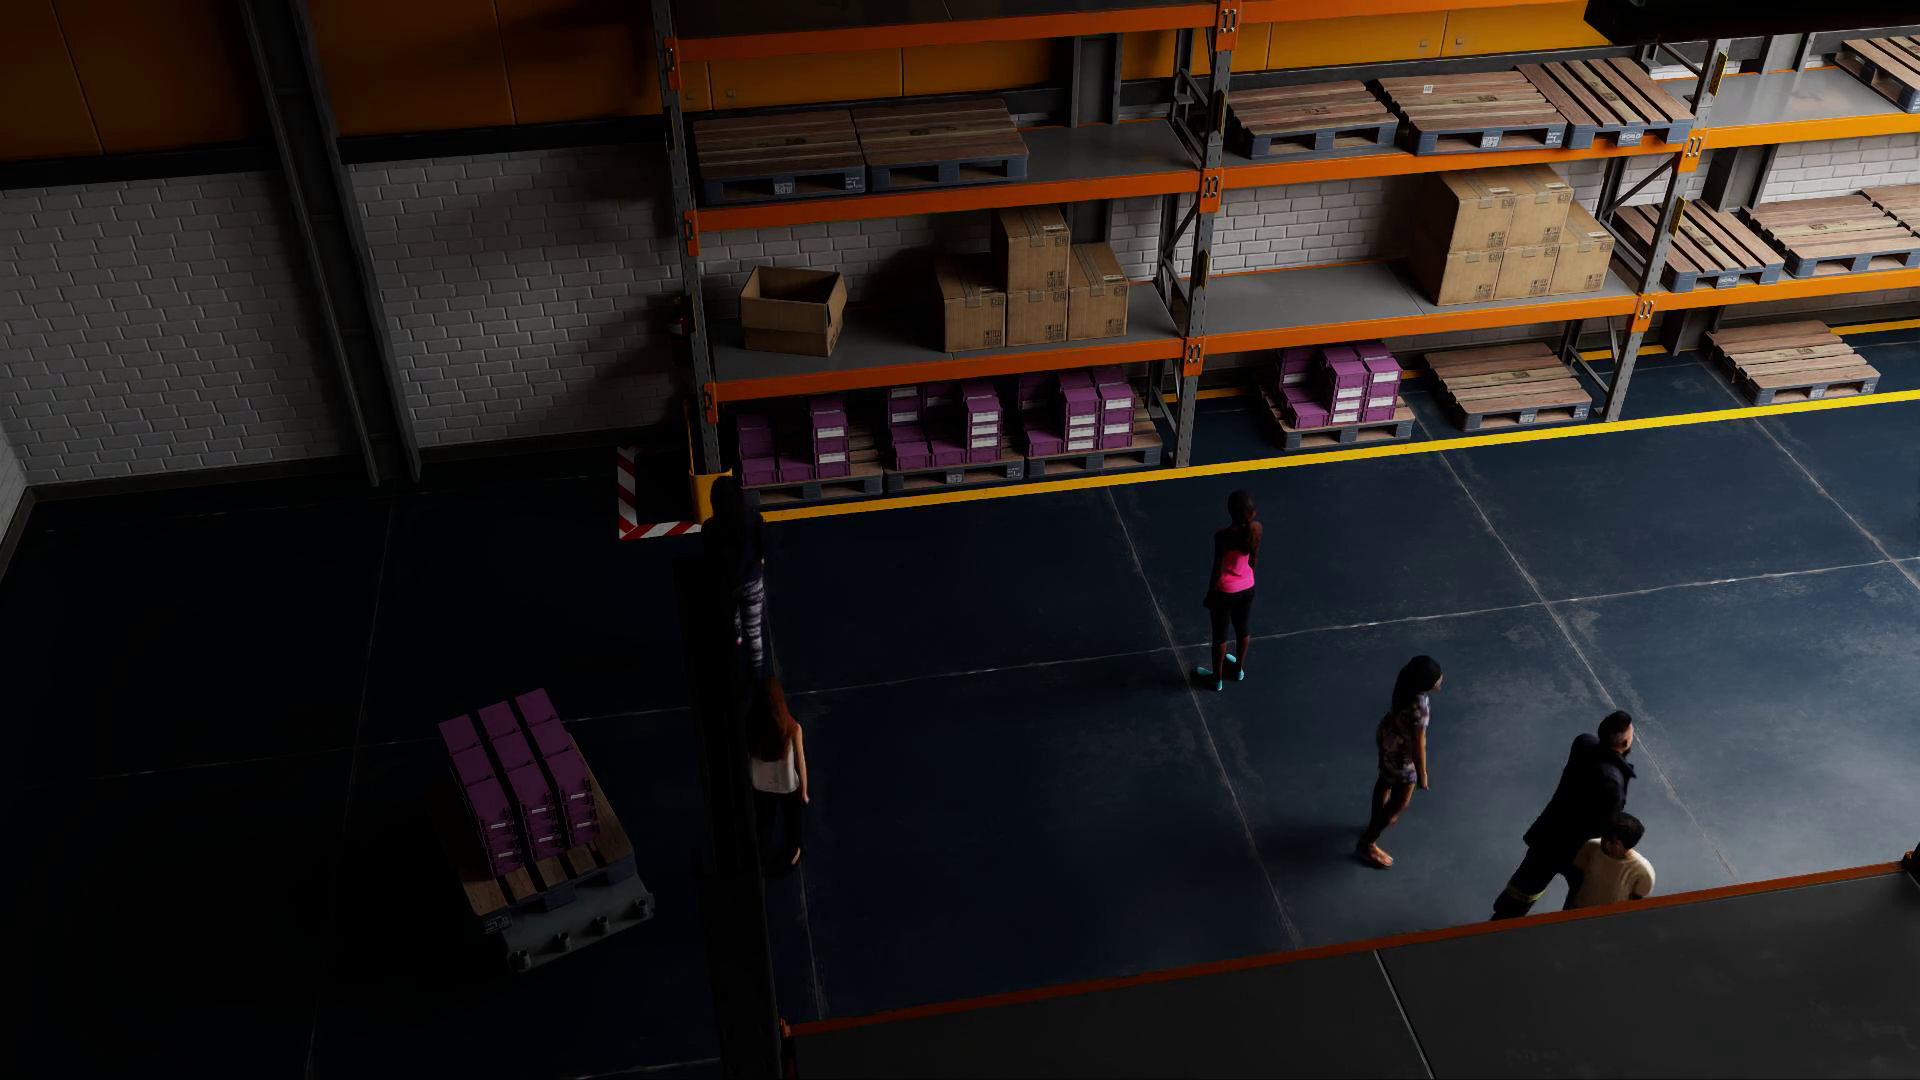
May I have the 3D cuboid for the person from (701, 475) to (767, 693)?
[{"bbox_3d":[-1.562,0.330,11.861,0.993,1.693,0.675,-8,39,-9],"label":"person"}]

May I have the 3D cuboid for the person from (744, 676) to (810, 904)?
[{"bbox_3d":[-1.150,1.581,10.286,0.936,1.704,0.804,4,39,5],"label":"person"}]

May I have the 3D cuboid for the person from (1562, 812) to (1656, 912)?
[{"bbox_3d":[3.730,2.157,9.663,0.742,1.581,0.800,29,47,32],"label":"person"}]

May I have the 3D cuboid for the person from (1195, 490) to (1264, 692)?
[{"bbox_3d":[1.937,0.355,11.806,0.572,1.722,0.681,-17,42,-20],"label":"person"}]

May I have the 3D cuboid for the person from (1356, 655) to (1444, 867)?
[{"bbox_3d":[2.802,1.304,10.617,0.597,1.722,0.665,-14,41,-17],"label":"person"}]

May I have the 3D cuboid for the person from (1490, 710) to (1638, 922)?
[{"bbox_3d":[3.621,1.751,9.976,1.141,1.826,0.803,-3,39,-3],"label":"person"}]
